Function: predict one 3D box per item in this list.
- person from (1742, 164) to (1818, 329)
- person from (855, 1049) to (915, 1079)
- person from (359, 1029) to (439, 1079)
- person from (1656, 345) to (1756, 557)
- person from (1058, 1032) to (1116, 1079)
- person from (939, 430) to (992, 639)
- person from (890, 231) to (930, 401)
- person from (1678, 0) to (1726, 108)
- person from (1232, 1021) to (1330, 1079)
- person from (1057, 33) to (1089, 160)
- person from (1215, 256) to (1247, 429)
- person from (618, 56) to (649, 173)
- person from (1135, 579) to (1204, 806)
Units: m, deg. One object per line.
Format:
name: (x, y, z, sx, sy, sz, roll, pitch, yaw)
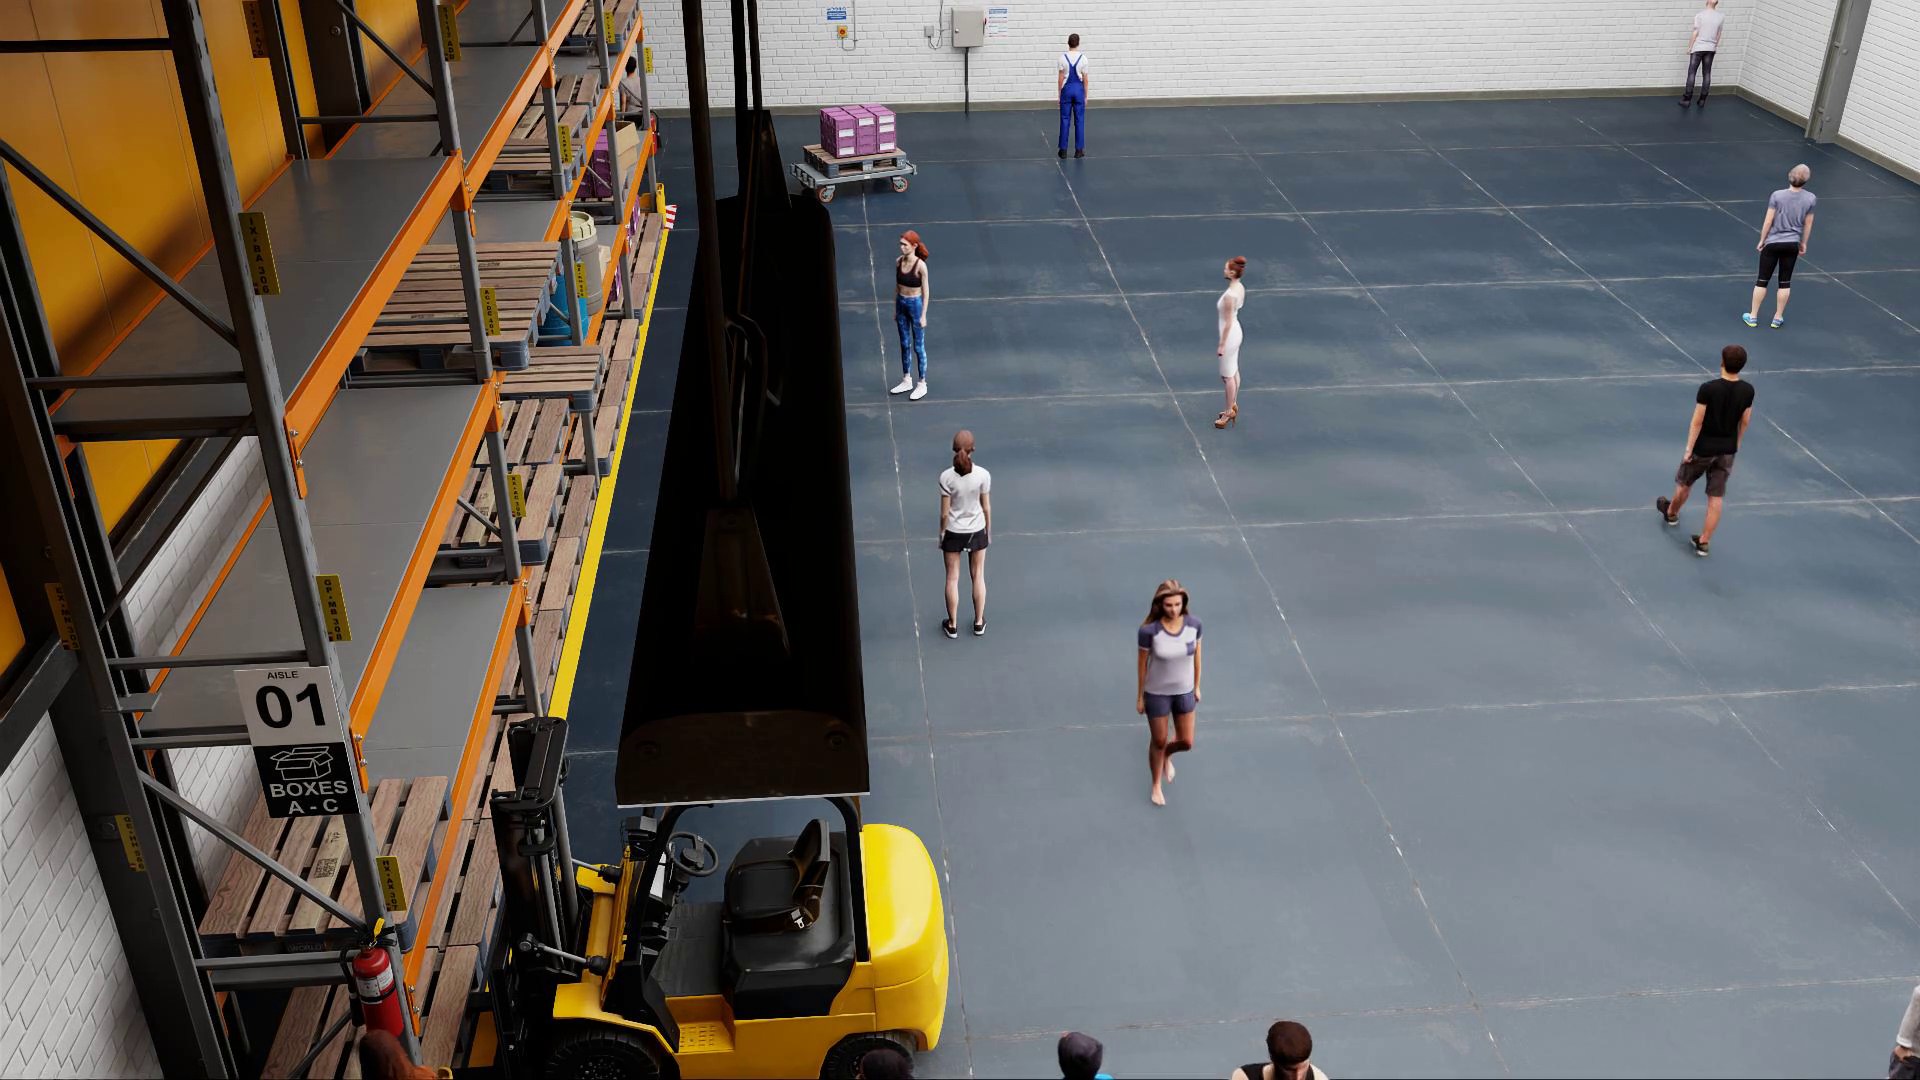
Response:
person: (9.359, -3.346, 18.933, 0.740, 1.888, 0.710, 8, 30, 14)
person: (-0.294, 2.958, 7.512, 0.747, 1.758, 0.576, -5, 29, -9)
person: (-2.495, 2.922, 7.620, 0.766, 1.719, 0.683, 16, 33, 27)
person: (6.453, -0.729, 14.199, 0.782, 1.828, 1.110, 1, 29, 2)
person: (0.543, 2.930, 7.527, 0.741, 1.794, 0.685, 23, 36, 35)
person: (0.034, -0.044, 13.022, 0.577, 1.752, 0.558, -4, 29, -7)
person: (-0.507, -2.327, 17.174, 0.670, 1.784, 0.729, 21, 35, 33)
person: (12.489, -8.231, 27.949, 0.666, 1.831, 0.599, 0, 29, 0)
person: (1.376, 2.855, 7.578, 0.657, 1.877, 0.624, -1, 29, -2)
person: (1.698, -6.725, 25.167, 0.655, 1.851, 0.609, 2, 29, 3)
person: (2.683, -1.967, 16.505, 0.706, 1.793, 0.576, 11, 30, 19)
person: (-4.765, -6.242, 24.414, 0.677, 1.724, 0.658, -14, 32, -24)
person: (1.387, 0.978, 11.188, 0.608, 1.715, 0.645, -3, 29, -6)
